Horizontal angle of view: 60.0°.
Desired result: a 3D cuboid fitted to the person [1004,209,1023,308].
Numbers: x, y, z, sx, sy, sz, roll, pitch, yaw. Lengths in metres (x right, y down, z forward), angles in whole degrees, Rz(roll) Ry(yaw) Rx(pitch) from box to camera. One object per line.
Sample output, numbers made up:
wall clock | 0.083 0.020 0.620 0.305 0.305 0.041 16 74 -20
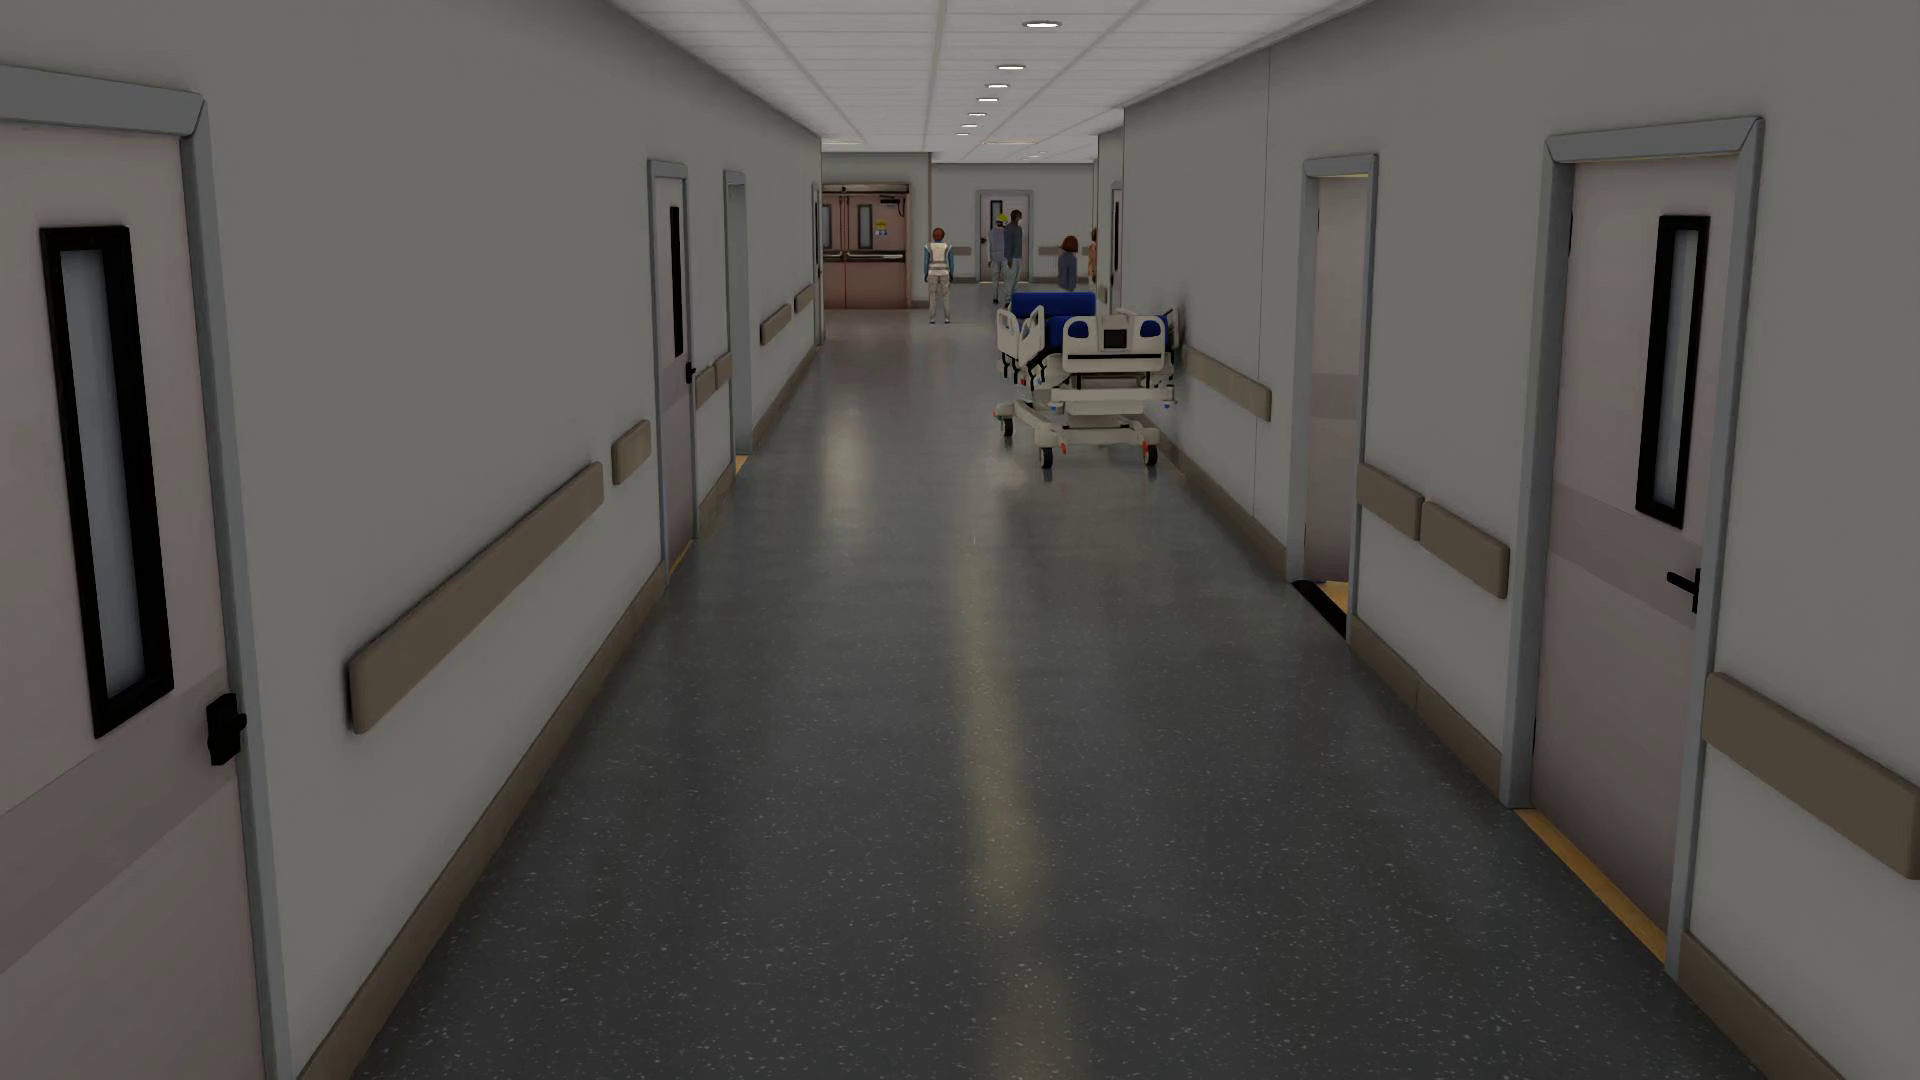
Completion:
person | 1.063 -5.532 32.738 0.386 1.930 0.630 5 13 25

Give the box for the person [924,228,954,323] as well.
person | -0.366 -4.546 28.638 0.521 1.636 0.311 0 12 -2

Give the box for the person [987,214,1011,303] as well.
person | 0.851 -5.751 34.046 0.587 1.825 0.404 4 12 17
